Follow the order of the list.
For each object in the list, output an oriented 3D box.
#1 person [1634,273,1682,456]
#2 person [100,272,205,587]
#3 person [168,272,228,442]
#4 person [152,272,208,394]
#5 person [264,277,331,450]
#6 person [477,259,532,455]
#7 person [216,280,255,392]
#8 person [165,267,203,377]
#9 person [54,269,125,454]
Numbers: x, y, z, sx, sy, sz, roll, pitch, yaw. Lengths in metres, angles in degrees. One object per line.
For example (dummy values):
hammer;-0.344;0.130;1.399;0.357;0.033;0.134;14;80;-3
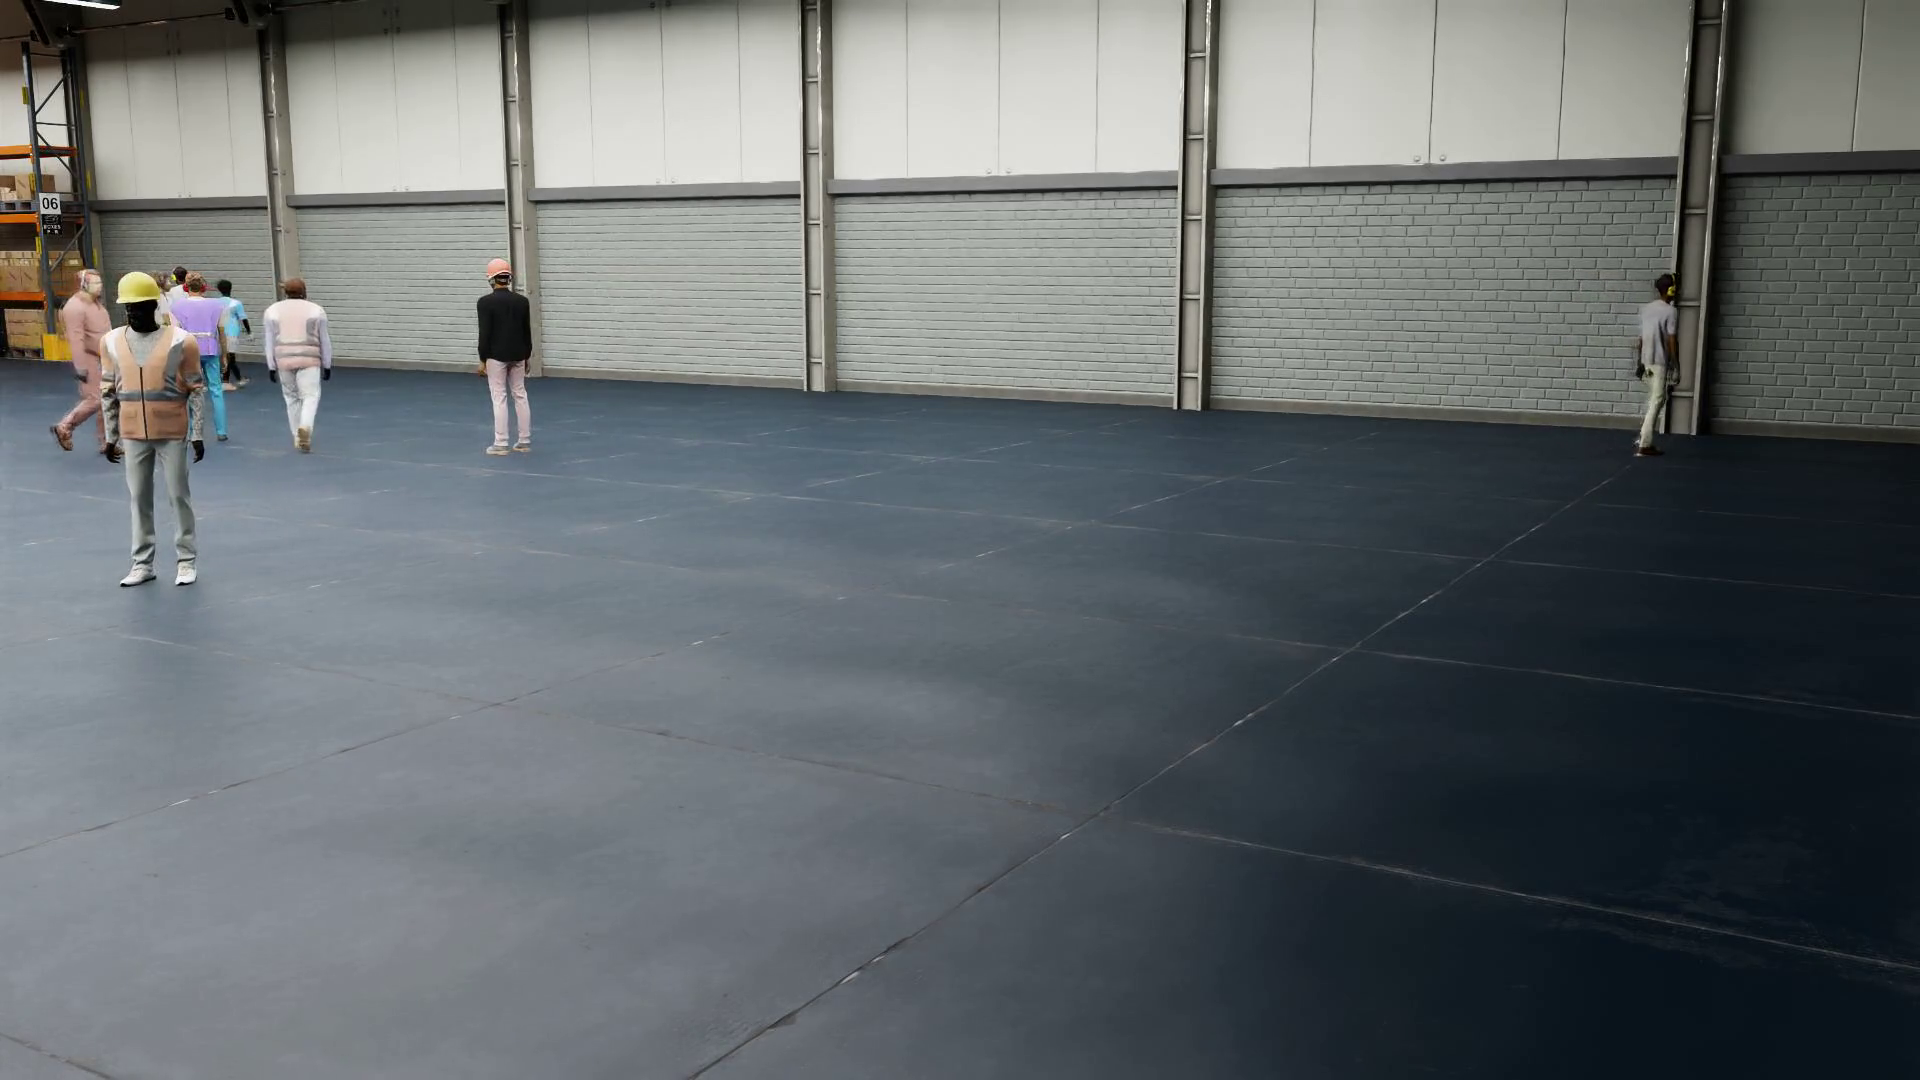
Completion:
person;7.081;-1.766;16.831;0.485;1.849;0.566;-3;10;-14
person;-4.943;-0.669;10.188;0.594;1.924;0.382;-1;10;-6
person;-8.265;-1.979;18.092;0.565;1.845;0.387;-7;12;-34
person;-11.090;-2.830;23.227;0.955;1.793;0.520;-5;11;-29
person;-6.888;-1.825;17.308;0.638;1.819;0.801;-2;10;-12
person;-4.670;-1.870;17.020;0.396;1.992;0.623;8;13;41
person;-10.925;-3.073;25.013;0.559;1.651;0.825;2;10;14
person;-11.762;-3.208;25.244;0.508;1.864;0.329;-8;13;-41
person;-8.818;-1.792;16.853;0.619;1.892;0.659;0;10;-1
